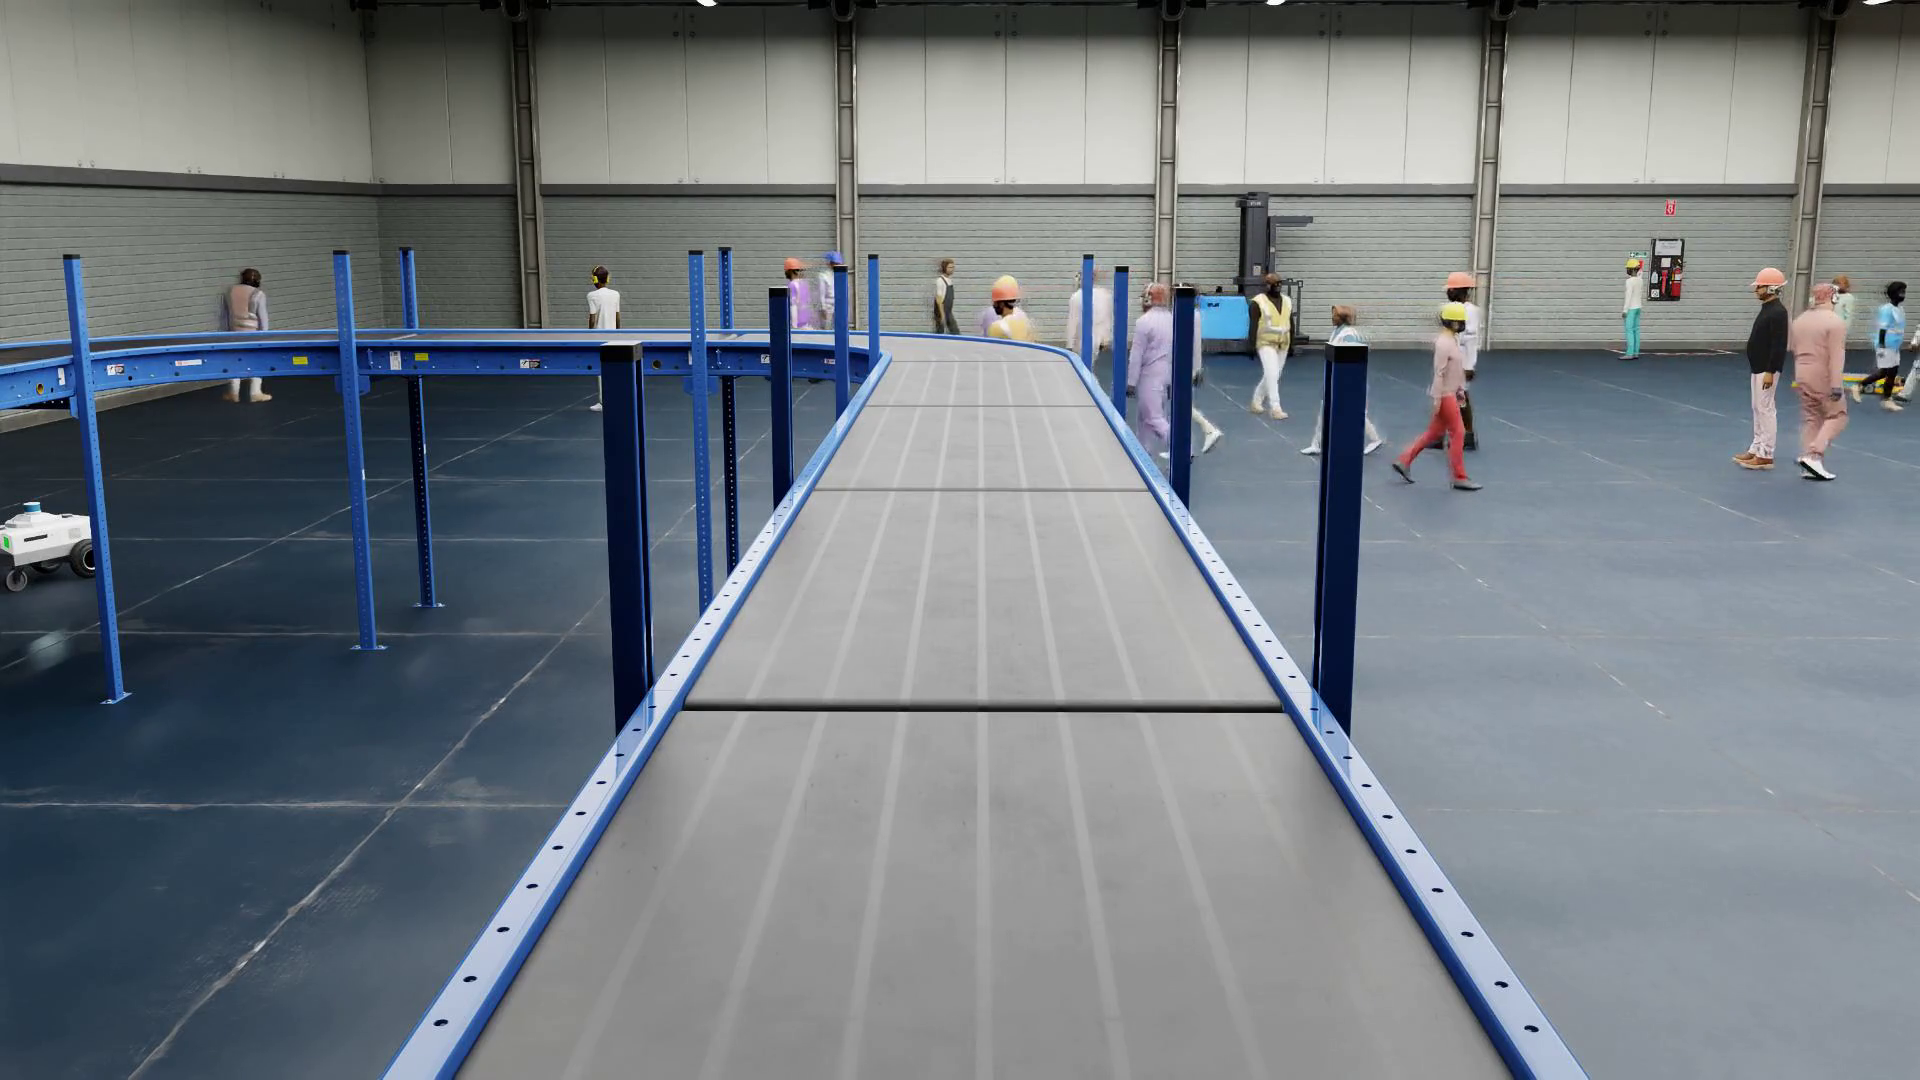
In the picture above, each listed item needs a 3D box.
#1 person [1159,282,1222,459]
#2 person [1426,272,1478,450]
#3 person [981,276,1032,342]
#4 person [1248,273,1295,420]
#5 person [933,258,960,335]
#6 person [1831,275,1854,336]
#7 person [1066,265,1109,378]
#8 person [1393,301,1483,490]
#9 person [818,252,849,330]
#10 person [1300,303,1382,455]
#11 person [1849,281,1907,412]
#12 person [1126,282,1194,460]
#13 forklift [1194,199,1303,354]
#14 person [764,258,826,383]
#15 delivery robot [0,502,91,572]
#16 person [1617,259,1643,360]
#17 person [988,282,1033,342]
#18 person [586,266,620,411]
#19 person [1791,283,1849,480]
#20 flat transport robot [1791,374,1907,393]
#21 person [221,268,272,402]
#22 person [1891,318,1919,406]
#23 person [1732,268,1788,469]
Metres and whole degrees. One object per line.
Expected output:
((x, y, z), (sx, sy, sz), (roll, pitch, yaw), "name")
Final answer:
((2.387, -1.748, 17.241), (0.545, 1.845, 0.530), (5, 12, 25), "person")
((5.247, -1.917, 17.911), (0.791, 1.906, 0.564), (1, 11, 3), "person")
((0.518, -1.854, 17.654), (0.859, 1.888, 0.592), (-11, 15, -44), "person")
((3.910, -2.466, 20.996), (0.632, 1.812, 0.861), (-5, 12, -26), "person")
((-0.174, -3.699, 27.300), (0.766, 1.814, 0.544), (4, 12, 21), "person")
((13.337, -3.225, 25.364), (0.348, 1.617, 0.529), (-4, 12, -20), "person")
((1.553, -2.476, 20.814), (0.432, 1.894, 0.670), (10, 15, 43), "person")
((4.482, -1.362, 15.505), (0.838, 1.732, 0.528), (5, 12, 26), "person")
((-2.116, -3.922, 28.245), (0.611, 1.890, 1.002), (-6, 12, -27), "person")
((4.084, -1.695, 17.557), (0.831, 1.607, 0.523), (-1, 11, -6), "person")
((11.994, -2.520, 21.610), (0.537, 1.682, 0.541), (-10, 15, -42), "person")
((1.936, -1.572, 16.265), (0.884, 1.882, 0.645), (8, 13, 35), "person")
((5.313, -4.851, 30.603), (1.873, 2.768, 1.129), (0, 11, 1), "forklift")
((-2.461, -3.309, 25.138), (1.008, 1.891, 0.564), (4, 12, 20), "person")
((-6.404, -0.018, 11.514), (0.477, 0.478, 0.707), (5, 12, 23), "delivery robot")
((11.805, -4.057, 29.283), (0.533, 1.767, 0.327), (-10, 15, -42), "person")
((0.497, -1.529, 16.008), (1.036, 1.888, 0.556), (8, 14, 37), "person")
((-4.635, -2.613, 21.626), (0.328, 1.861, 0.509), (10, 15, 41), "person")
((8.229, -1.511, 15.916), (0.403, 1.875, 0.703), (-2, 11, -10), "person")
((12.971, -2.302, 24.227), (1.431, 0.197, 0.652), (9, 15, 40), "flat transport robot")
((-9.808, -2.807, 22.797), (0.748, 1.806, 0.450), (2, 11, 11), "person")
((12.816, -2.633, 21.940), (0.949, 1.787, 0.591), (10, 15, 42), "person")
((8.068, -1.724, 16.702), (0.385, 1.993, 0.623), (3, 11, 14), "person")
